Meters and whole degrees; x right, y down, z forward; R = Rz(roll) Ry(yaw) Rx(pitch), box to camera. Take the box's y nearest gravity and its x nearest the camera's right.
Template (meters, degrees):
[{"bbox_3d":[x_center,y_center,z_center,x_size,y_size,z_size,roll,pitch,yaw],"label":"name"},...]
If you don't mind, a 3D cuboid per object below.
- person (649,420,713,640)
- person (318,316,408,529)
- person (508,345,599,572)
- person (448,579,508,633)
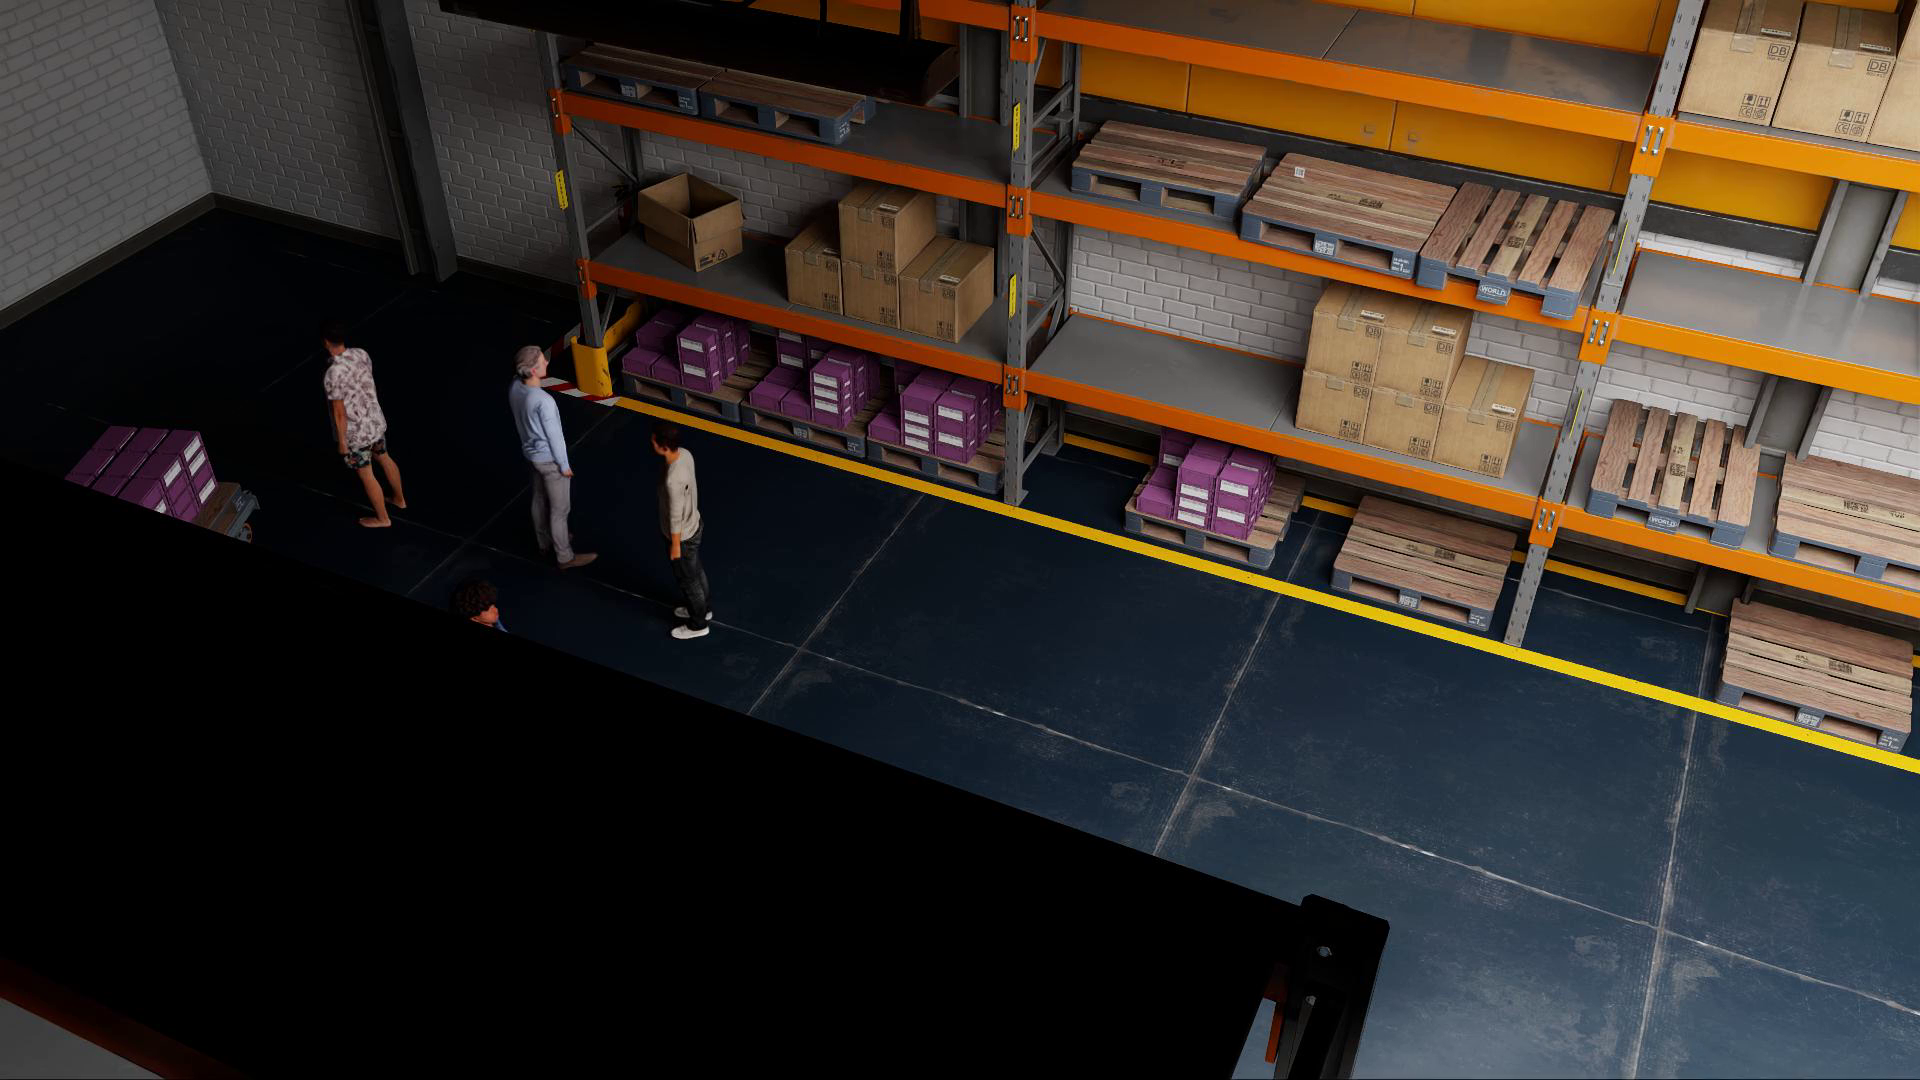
[{"bbox_3d":[-1.951,-0.085,11.783,0.718,1.808,0.725,-2,39,-3],"label":"person"},{"bbox_3d":[-4.620,-0.904,12.803,0.585,1.814,0.695,11,40,14],"label":"person"},{"bbox_3d":[-3.093,-0.624,12.390,0.806,1.892,0.653,-28,47,-31],"label":"person"},{"bbox_3d":[-2.904,0.979,10.448,0.766,1.811,0.762,-4,39,-5],"label":"person"}]
